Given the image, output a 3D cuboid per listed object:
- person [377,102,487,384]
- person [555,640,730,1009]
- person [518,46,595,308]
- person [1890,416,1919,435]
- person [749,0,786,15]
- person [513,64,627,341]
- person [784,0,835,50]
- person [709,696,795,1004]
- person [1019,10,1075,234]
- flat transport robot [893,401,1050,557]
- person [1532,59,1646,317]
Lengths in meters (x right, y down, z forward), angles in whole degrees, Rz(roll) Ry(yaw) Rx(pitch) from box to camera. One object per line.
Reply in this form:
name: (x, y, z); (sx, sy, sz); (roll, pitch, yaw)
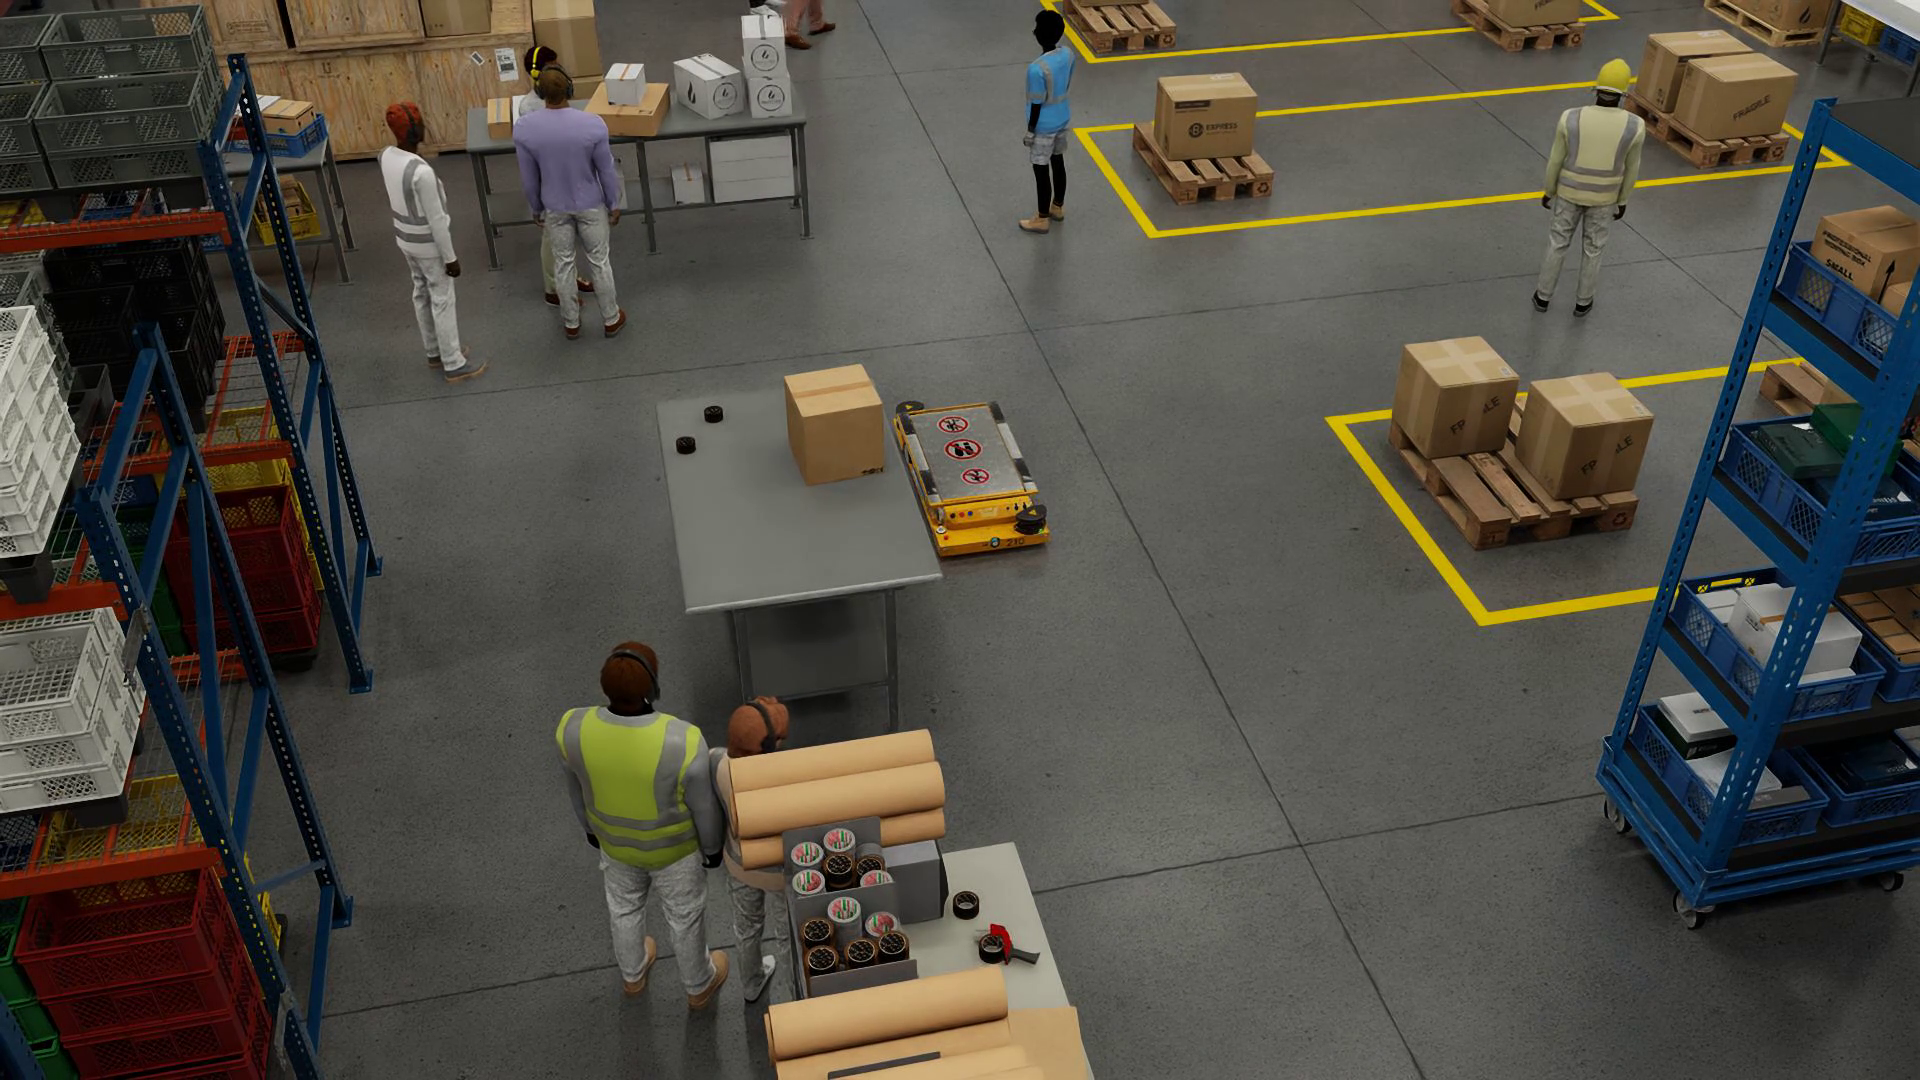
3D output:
person: (-3.454, -1.919, 10.780); (0.360, 1.879, 0.579); (-30, 46, -34)
person: (-1.235, 1.165, 6.670); (0.629, 1.837, 0.430); (7, 37, 10)
person: (-2.824, -2.524, 11.605); (0.335, 1.866, 0.514); (8, 37, 11)
person: (4.256, 0.102, 7.958); (0.375, 1.997, 0.612); (9, 38, 12)
person: (-2.003, -6.208, 16.509); (0.390, 1.914, 0.587); (7, 37, 9)
person: (-2.595, -2.247, 11.165); (0.631, 1.939, 0.372); (-3, 37, -4)
person: (-1.503, -5.686, 15.855); (0.701, 1.869, 0.663); (-19, 41, -24)
person: (-0.762, 1.293, 6.654); (0.512, 1.638, 0.312); (18, 40, 22)
person: (0.655, -3.164, 12.596); (0.316, 1.696, 0.541); (21, 42, 26)
flat transport robot: (0.046, -0.430, 10.108); (0.652, 0.197, 1.431); (-8, 37, -10)
person: (4.329, -2.412, 11.474); (0.586, 1.833, 0.403); (12, 38, 15)
